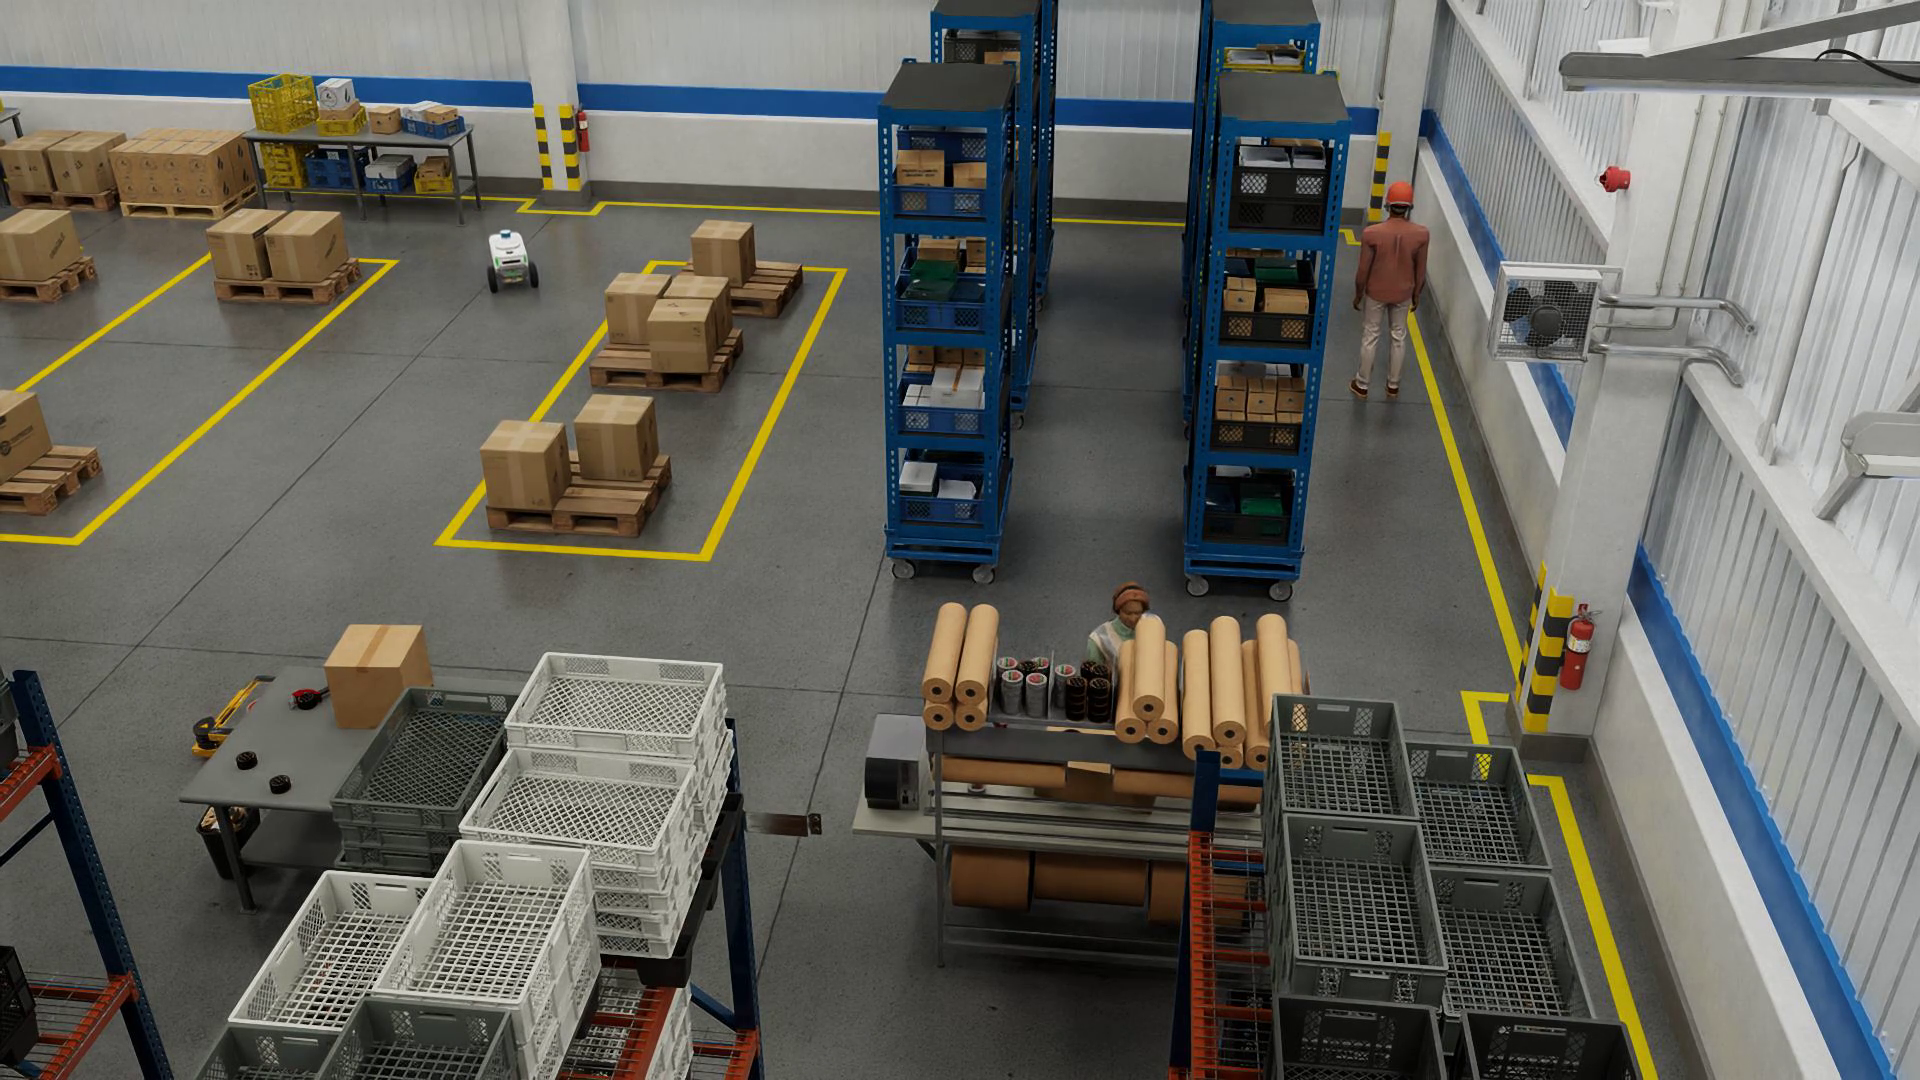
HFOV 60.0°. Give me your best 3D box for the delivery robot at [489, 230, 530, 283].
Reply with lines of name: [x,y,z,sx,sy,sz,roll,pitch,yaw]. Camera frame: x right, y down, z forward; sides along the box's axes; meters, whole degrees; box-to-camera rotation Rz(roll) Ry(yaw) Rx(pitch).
delivery robot: [-4.735,-3.007,17.442,0.477,0.478,0.707,-10,32,-16]

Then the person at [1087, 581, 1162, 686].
person: [0.939,0.948,9.668,0.516,1.636,0.314,-17,34,-27]

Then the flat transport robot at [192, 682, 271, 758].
flat transport robot: [-4.089,1.163,10.648,1.431,0.197,0.652,3,30,6]

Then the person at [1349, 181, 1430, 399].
person: [3.789,-2.197,14.719,0.610,1.995,0.375,0,30,0]
